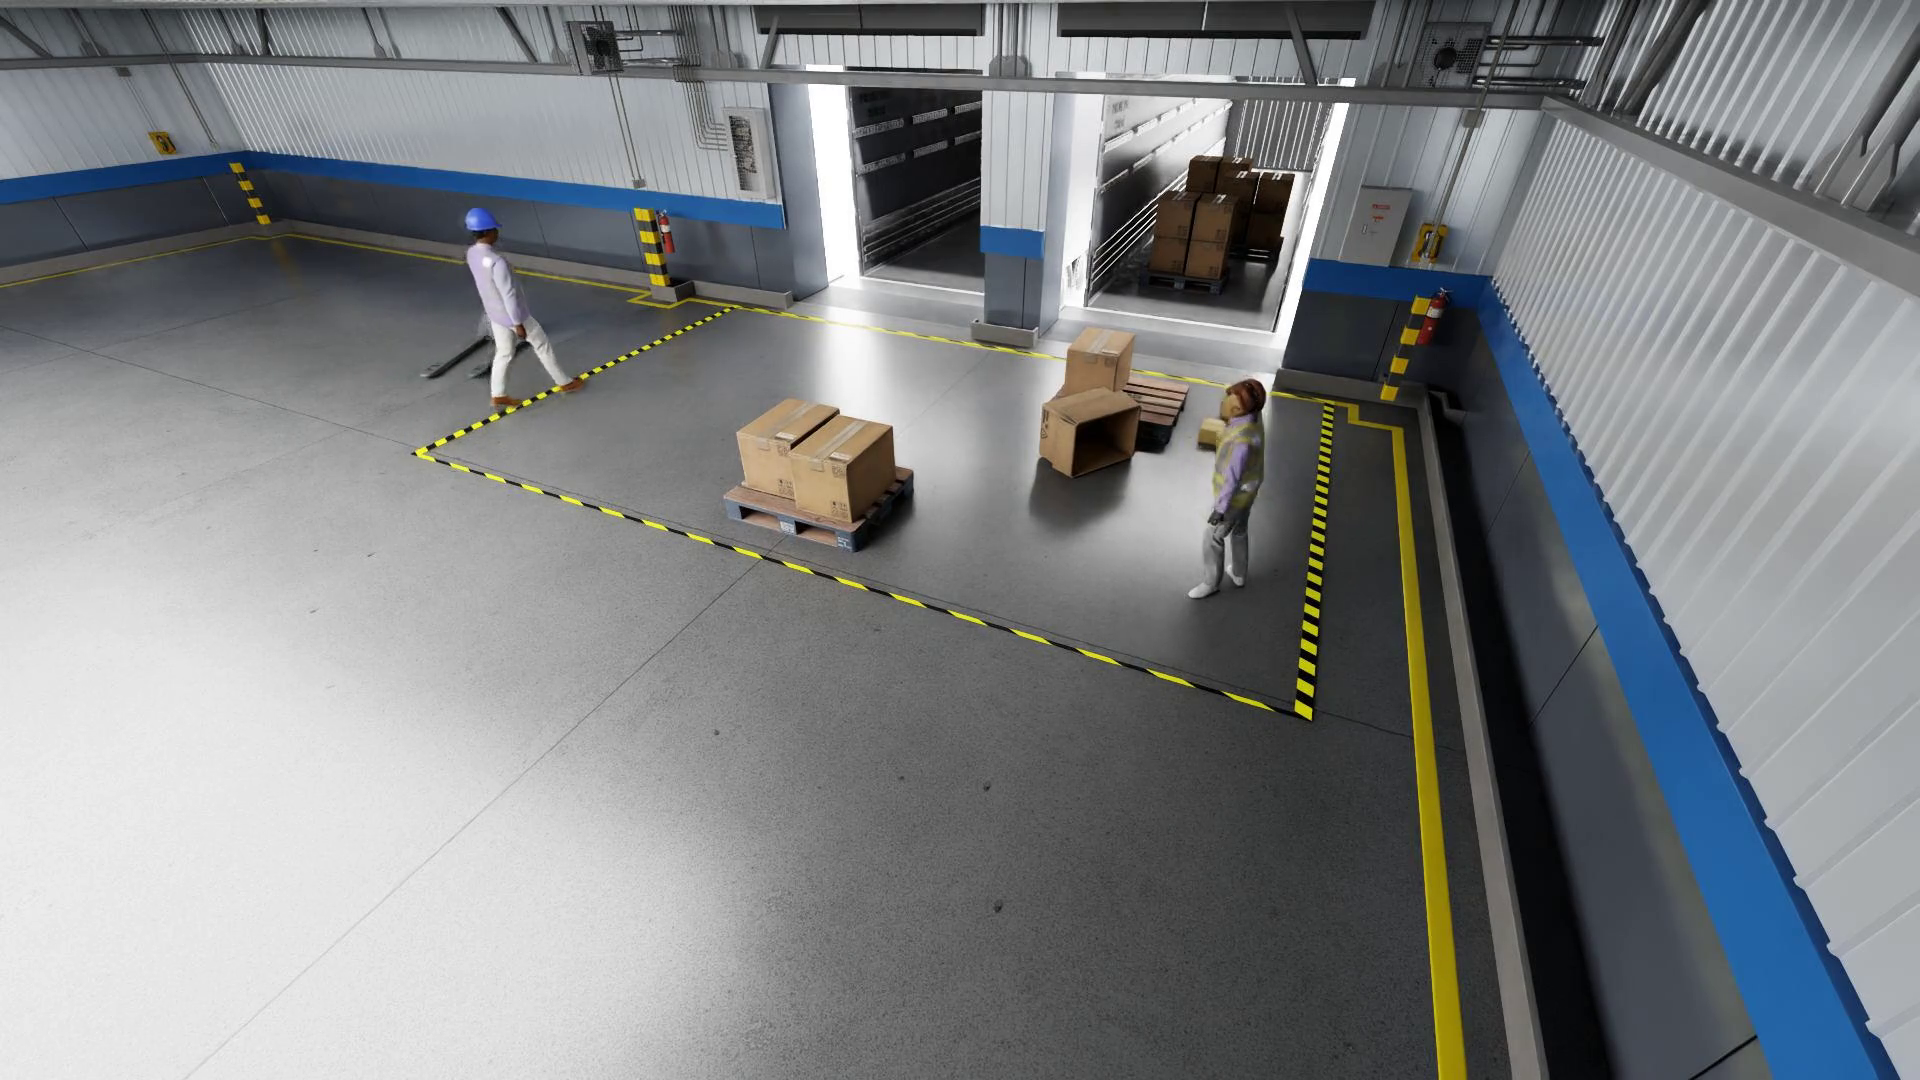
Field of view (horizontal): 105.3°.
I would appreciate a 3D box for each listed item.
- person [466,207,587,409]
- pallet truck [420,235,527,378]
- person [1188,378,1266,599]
[{"bbox_3d":[-4.421,-2.245,7.207,0.621,1.897,0.981,21,41,27],"label":"person"},{"bbox_3d":[-5.664,-2.712,8.427,0.680,1.201,1.601,0,35,-1],"label":"pallet truck"},{"bbox_3d":[1.786,-0.305,4.731,0.407,1.607,0.589,14,38,19],"label":"person"}]
